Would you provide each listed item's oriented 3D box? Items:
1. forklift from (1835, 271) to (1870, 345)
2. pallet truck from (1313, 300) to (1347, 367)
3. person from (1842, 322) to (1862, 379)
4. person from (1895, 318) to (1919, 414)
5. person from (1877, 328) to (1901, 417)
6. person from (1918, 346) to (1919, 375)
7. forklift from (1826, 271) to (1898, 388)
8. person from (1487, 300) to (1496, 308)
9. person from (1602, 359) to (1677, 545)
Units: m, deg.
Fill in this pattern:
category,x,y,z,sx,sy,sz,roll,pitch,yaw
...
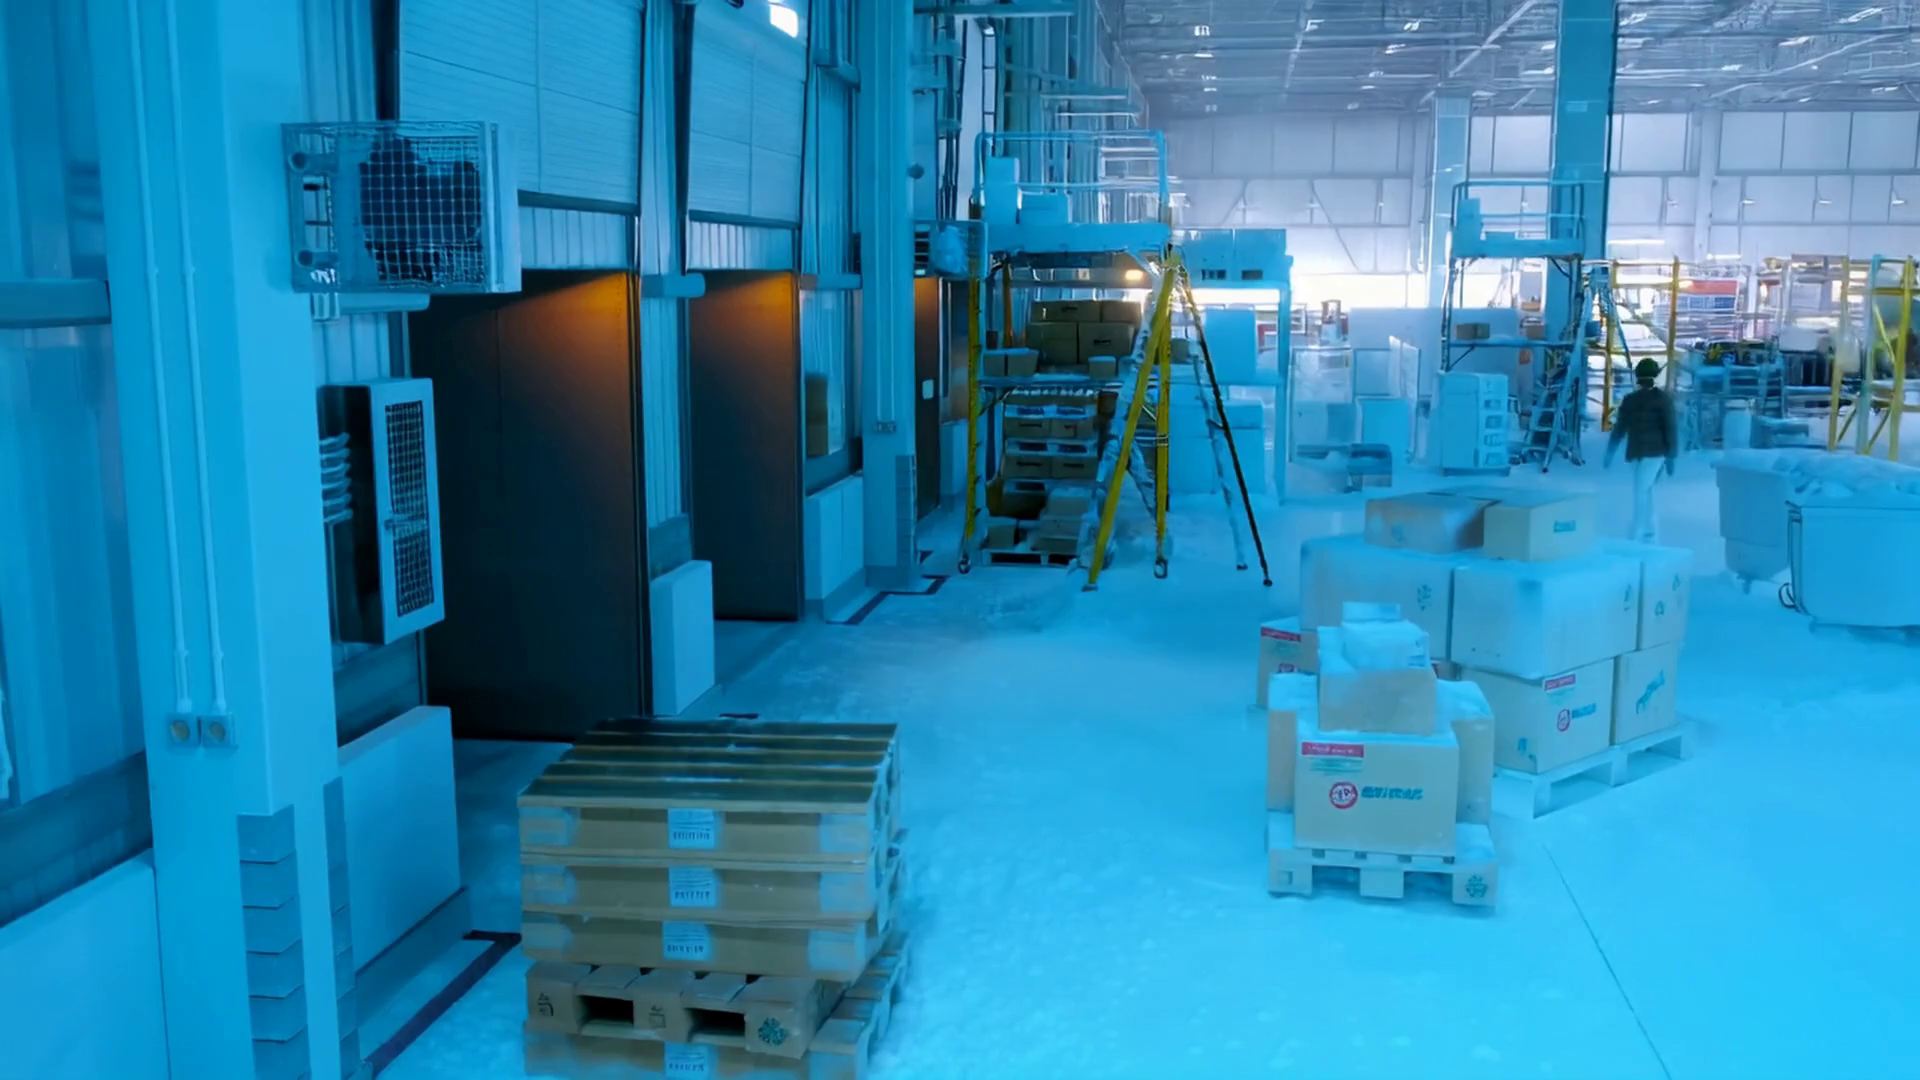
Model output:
category,x,y,z,sx,sy,sz,roll,pitch,yaw
forklift,26.360,-6.328,47.795,1.873,2.768,1.129,1,9,6
pallet truck,11.159,-6.200,49.718,0.823,1.965,1.885,4,10,26
person,17.903,-3.484,33.549,0.519,1.818,0.869,-5,10,-28
person,18.813,-3.444,33.005,0.641,1.903,0.562,-2,9,-10
person,18.060,-3.255,32.351,0.510,1.730,0.389,-2,9,-11
person,19.794,-3.545,33.728,0.762,1.871,1.036,2,9,14
forklift,21.069,-4.771,38.191,1.873,2.768,1.129,1,9,9
person,17.128,-6.808,53.755,0.714,1.902,0.573,-2,9,-13
person,6.890,-0.861,16.948,0.988,1.947,0.641,-5,11,-29
